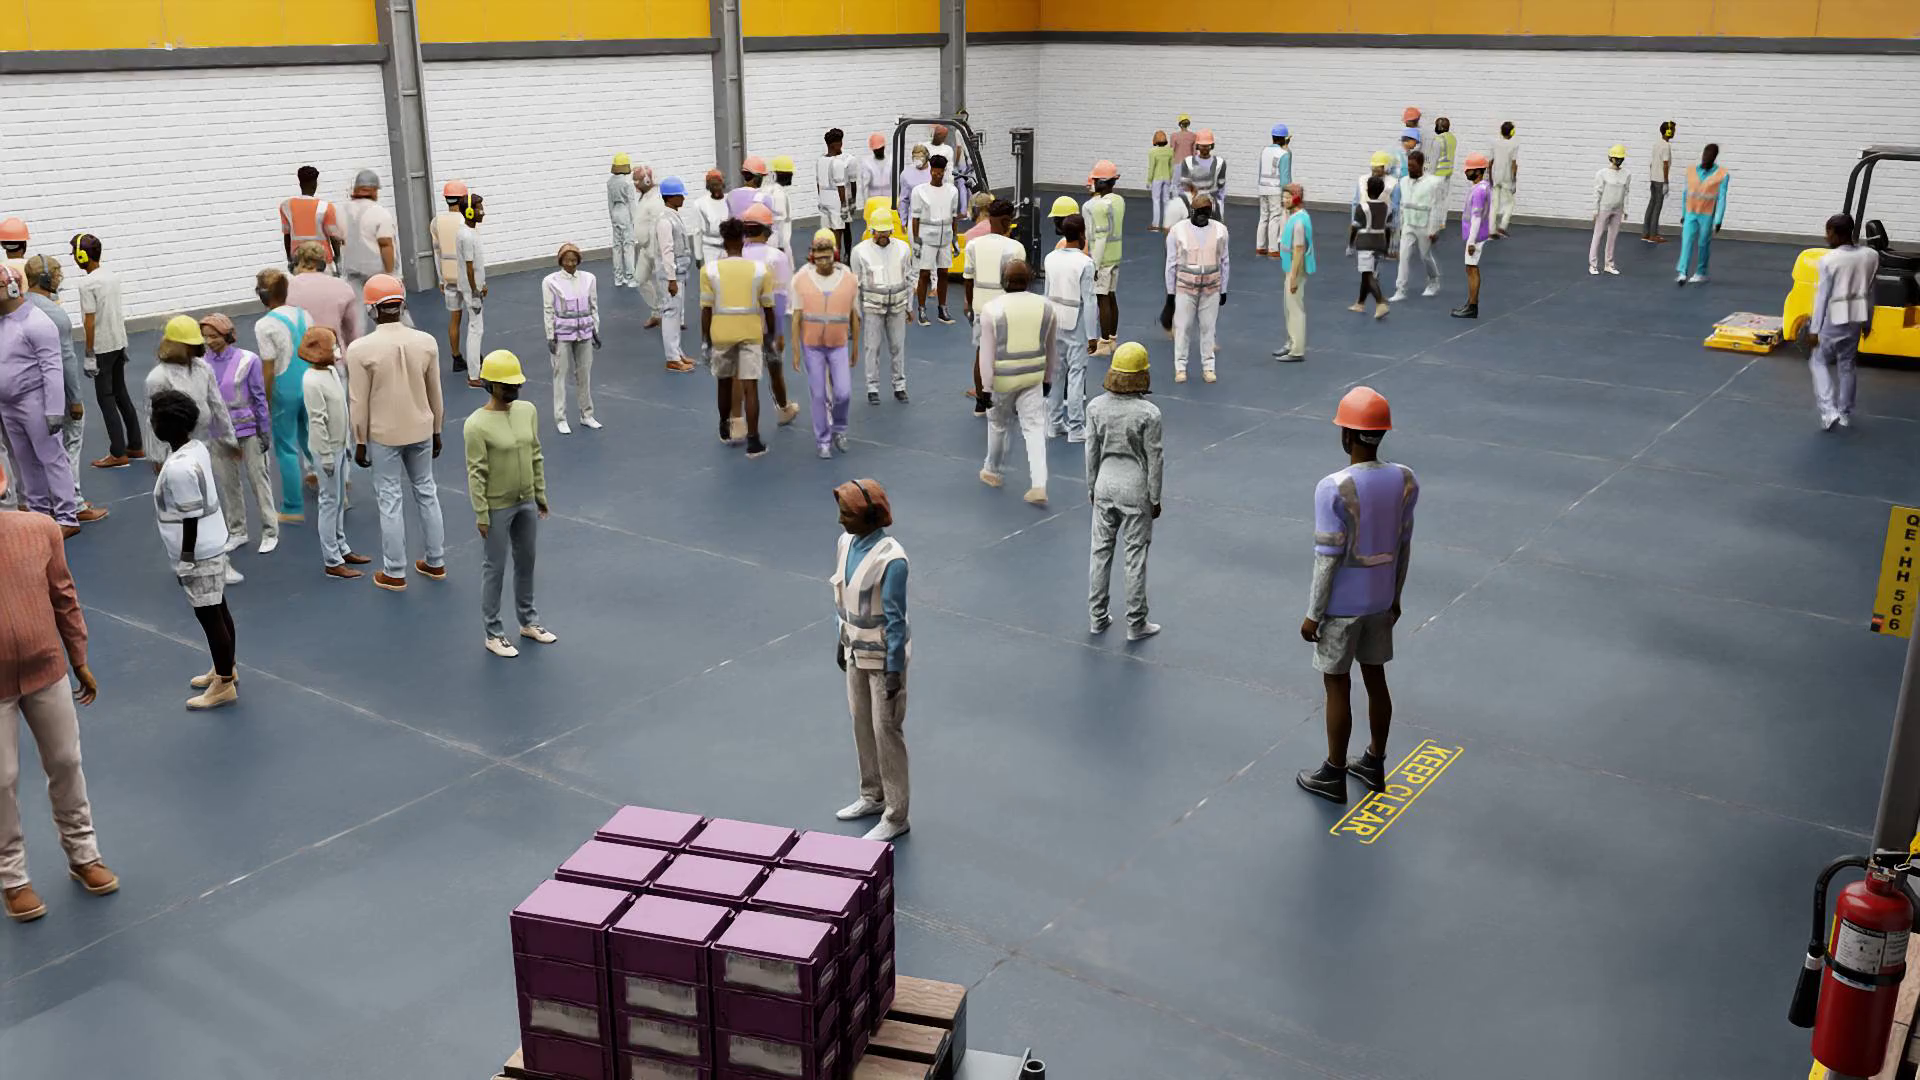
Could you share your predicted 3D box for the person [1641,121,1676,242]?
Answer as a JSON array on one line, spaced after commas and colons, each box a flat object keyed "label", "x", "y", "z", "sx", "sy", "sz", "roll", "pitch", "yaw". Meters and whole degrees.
[{"label": "person", "x": 11.011, "y": -5.633, "z": 26.155, "sx": 0.315, "sy": 1.869, "sz": 0.530, "roll": 0, "pitch": 18, "yaw": -1}]

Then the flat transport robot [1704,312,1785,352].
[{"label": "flat transport robot", "x": 8.733, "y": -2.302, "z": 18.316, "sx": 0.652, "sy": 0.197, "sz": 1.431, "roll": 13, "pitch": 22, "yaw": 35}]

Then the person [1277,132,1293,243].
[{"label": "person", "x": 5.027, "y": -5.527, "z": 26.008, "sx": 0.339, "sy": 1.761, "sz": 0.528, "roll": 6, "pitch": 19, "yaw": 18}]

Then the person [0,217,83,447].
[{"label": "person", "x": -7.588, "y": -1.648, "z": 13.577, "sx": 0.543, "sy": 1.939, "sz": 0.371, "roll": -5, "pitch": 18, "yaw": -16}]

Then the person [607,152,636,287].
[{"label": "person", "x": -4.423, "y": -4.224, "z": 21.949, "sx": 0.483, "sy": 1.745, "sz": 0.301, "roll": 13, "pitch": 22, "yaw": 36}]

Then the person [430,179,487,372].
[{"label": "person", "x": -4.994, "y": -2.636, "z": 16.689, "sx": 0.550, "sy": 1.925, "sz": 0.390, "roll": 7, "pitch": 19, "yaw": 20}]

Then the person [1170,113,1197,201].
[{"label": "person", "x": 3.981, "y": -6.726, "z": 29.762, "sx": 0.531, "sy": 1.755, "sz": 0.343, "roll": -3, "pitch": 18, "yaw": -10}]

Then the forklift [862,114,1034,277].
[{"label": "forklift", "x": -0.171, "y": -4.594, "z": 22.377, "sx": 2.313, "sy": 2.155, "sz": 1.214, "roll": 1, "pitch": 18, "yaw": 3}]

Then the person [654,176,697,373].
[{"label": "person", "x": -2.883, "y": -2.678, "z": 16.782, "sx": 0.387, "sy": 1.948, "sz": 0.602, "roll": -1, "pitch": 18, "yaw": -2}]

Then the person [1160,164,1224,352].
[{"label": "person", "x": 2.481, "y": -3.076, "z": 17.879, "sx": 0.706, "sy": 2.000, "sz": 0.865, "roll": -7, "pitch": 19, "yaw": -20}]

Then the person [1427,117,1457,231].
[{"label": "person", "x": 7.922, "y": -6.041, "z": 27.485, "sx": 0.430, "sy": 1.838, "sz": 0.624, "roll": 16, "pitch": 24, "yaw": 41}]

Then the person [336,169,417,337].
[{"label": "person", "x": -5.947, "y": -2.813, "z": 17.057, "sx": 0.698, "sy": 2.000, "sz": 0.988, "roll": 7, "pitch": 19, "yaw": 21}]

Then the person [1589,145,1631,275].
[{"label": "person", "x": 8.969, "y": -4.545, "z": 22.918, "sx": 0.531, "sy": 1.768, "sz": 0.311, "roll": -3, "pitch": 18, "yaw": -11}]

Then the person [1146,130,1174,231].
[{"label": "person", "x": 3.295, "y": -5.917, "z": 27.422, "sx": 0.498, "sy": 1.633, "sz": 0.278, "roll": -10, "pitch": 20, "yaw": -28}]

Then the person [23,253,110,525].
[{"label": "person", "x": -6.379, "y": -1.049, "z": 11.726, "sx": 0.636, "sy": 1.930, "sz": 0.372, "roll": 13, "pitch": 22, "yaw": 35}]

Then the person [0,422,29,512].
[{"label": "person", "x": -6.864, "y": -1.011, "z": 11.735, "sx": 0.332, "sy": 1.844, "sz": 0.516, "roll": -1, "pitch": 18, "yaw": -2}]

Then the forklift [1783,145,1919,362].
[{"label": "forklift", "x": 9.803, "y": -2.879, "z": 17.013, "sx": 2.313, "sy": 2.155, "sz": 1.214, "roll": 12, "pitch": 21, "yaw": 33}]

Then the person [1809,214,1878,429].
[{"label": "person", "x": 7.654, "y": -1.873, "z": 14.395, "sx": 0.687, "sy": 1.879, "sz": 0.558, "roll": -3, "pitch": 18, "yaw": -11}]

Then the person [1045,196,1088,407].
[{"label": "person", "x": 0.981, "y": -2.185, "z": 15.298, "sx": 0.393, "sy": 1.919, "sz": 0.581, "roll": 6, "pitch": 19, "yaw": 18}]

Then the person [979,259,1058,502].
[{"label": "person", "x": 0.433, "y": -1.194, "z": 12.399, "sx": 0.643, "sy": 1.795, "sz": 0.972, "roll": -6, "pitch": 19, "yaw": -19}]

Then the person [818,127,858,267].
[{"label": "person", "x": -1.724, "y": -4.816, "z": 23.461, "sx": 0.606, "sy": 1.962, "sz": 0.374, "roll": 8, "pitch": 20, "yaw": 24}]

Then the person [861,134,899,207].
[{"label": "person", "x": -1.109, "y": -4.761, "z": 23.423, "sx": 0.565, "sy": 1.871, "sz": 1.017, "roll": -2, "pitch": 18, "yaw": -6}]

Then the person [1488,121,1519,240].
[{"label": "person", "x": 8.636, "y": -5.696, "z": 26.379, "sx": 0.544, "sy": 1.848, "sz": 0.571, "roll": -15, "pitch": 23, "yaw": -39}]

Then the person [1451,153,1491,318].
[{"label": "person", "x": 6.062, "y": -3.602, "z": 19.707, "sx": 0.387, "sy": 1.930, "sz": 0.545, "roll": 6, "pitch": 19, "yaw": 18}]

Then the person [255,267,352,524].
[{"label": "person", "x": -4.720, "y": -1.001, "z": 11.721, "sx": 0.447, "sy": 1.842, "sz": 0.541, "roll": 5, "pitch": 18, "yaw": 16}]

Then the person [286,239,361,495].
[{"label": "person", "x": -4.802, "y": -1.293, "z": 12.526, "sx": 0.645, "sy": 1.894, "sz": 0.667, "roll": -11, "pitch": 21, "yaw": -30}]

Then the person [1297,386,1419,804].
[{"label": "person", "x": 1.795, "y": 0.255, "z": 7.626, "sx": 0.551, "sy": 1.935, "sz": 0.375, "roll": -9, "pitch": 20, "yaw": -26}]

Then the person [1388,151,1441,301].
[{"label": "person", "x": 5.821, "y": -3.967, "z": 20.962, "sx": 0.931, "sy": 1.874, "sz": 0.610, "roll": -14, "pitch": 23, "yaw": -37}]

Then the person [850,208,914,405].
[{"label": "person", "x": -0.710, "y": -2.156, "z": 15.362, "sx": 0.602, "sy": 1.820, "sz": 0.403, "roll": -6, "pitch": 19, "yaw": -19}]

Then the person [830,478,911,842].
[{"label": "person", "x": -0.385, "y": 0.516, "z": 7.305, "sx": 0.324, "sy": 1.630, "sz": 0.524, "roll": -11, "pitch": 21, "yaw": -31}]

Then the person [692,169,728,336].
[{"label": "person", "x": -2.689, "y": -3.218, "z": 18.654, "sx": 0.592, "sy": 1.852, "sz": 0.678, "roll": -6, "pitch": 19, "yaw": -17}]

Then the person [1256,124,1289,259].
[{"label": "person", "x": 4.607, "y": -5.111, "z": 24.413, "sx": 0.421, "sy": 1.939, "sz": 0.616, "roll": -9, "pitch": 20, "yaw": -25}]

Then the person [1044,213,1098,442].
[{"label": "person", "x": 0.932, "y": -1.784, "z": 14.032, "sx": 0.392, "sy": 1.922, "sz": 0.591, "roll": -14, "pitch": 22, "yaw": -36}]
